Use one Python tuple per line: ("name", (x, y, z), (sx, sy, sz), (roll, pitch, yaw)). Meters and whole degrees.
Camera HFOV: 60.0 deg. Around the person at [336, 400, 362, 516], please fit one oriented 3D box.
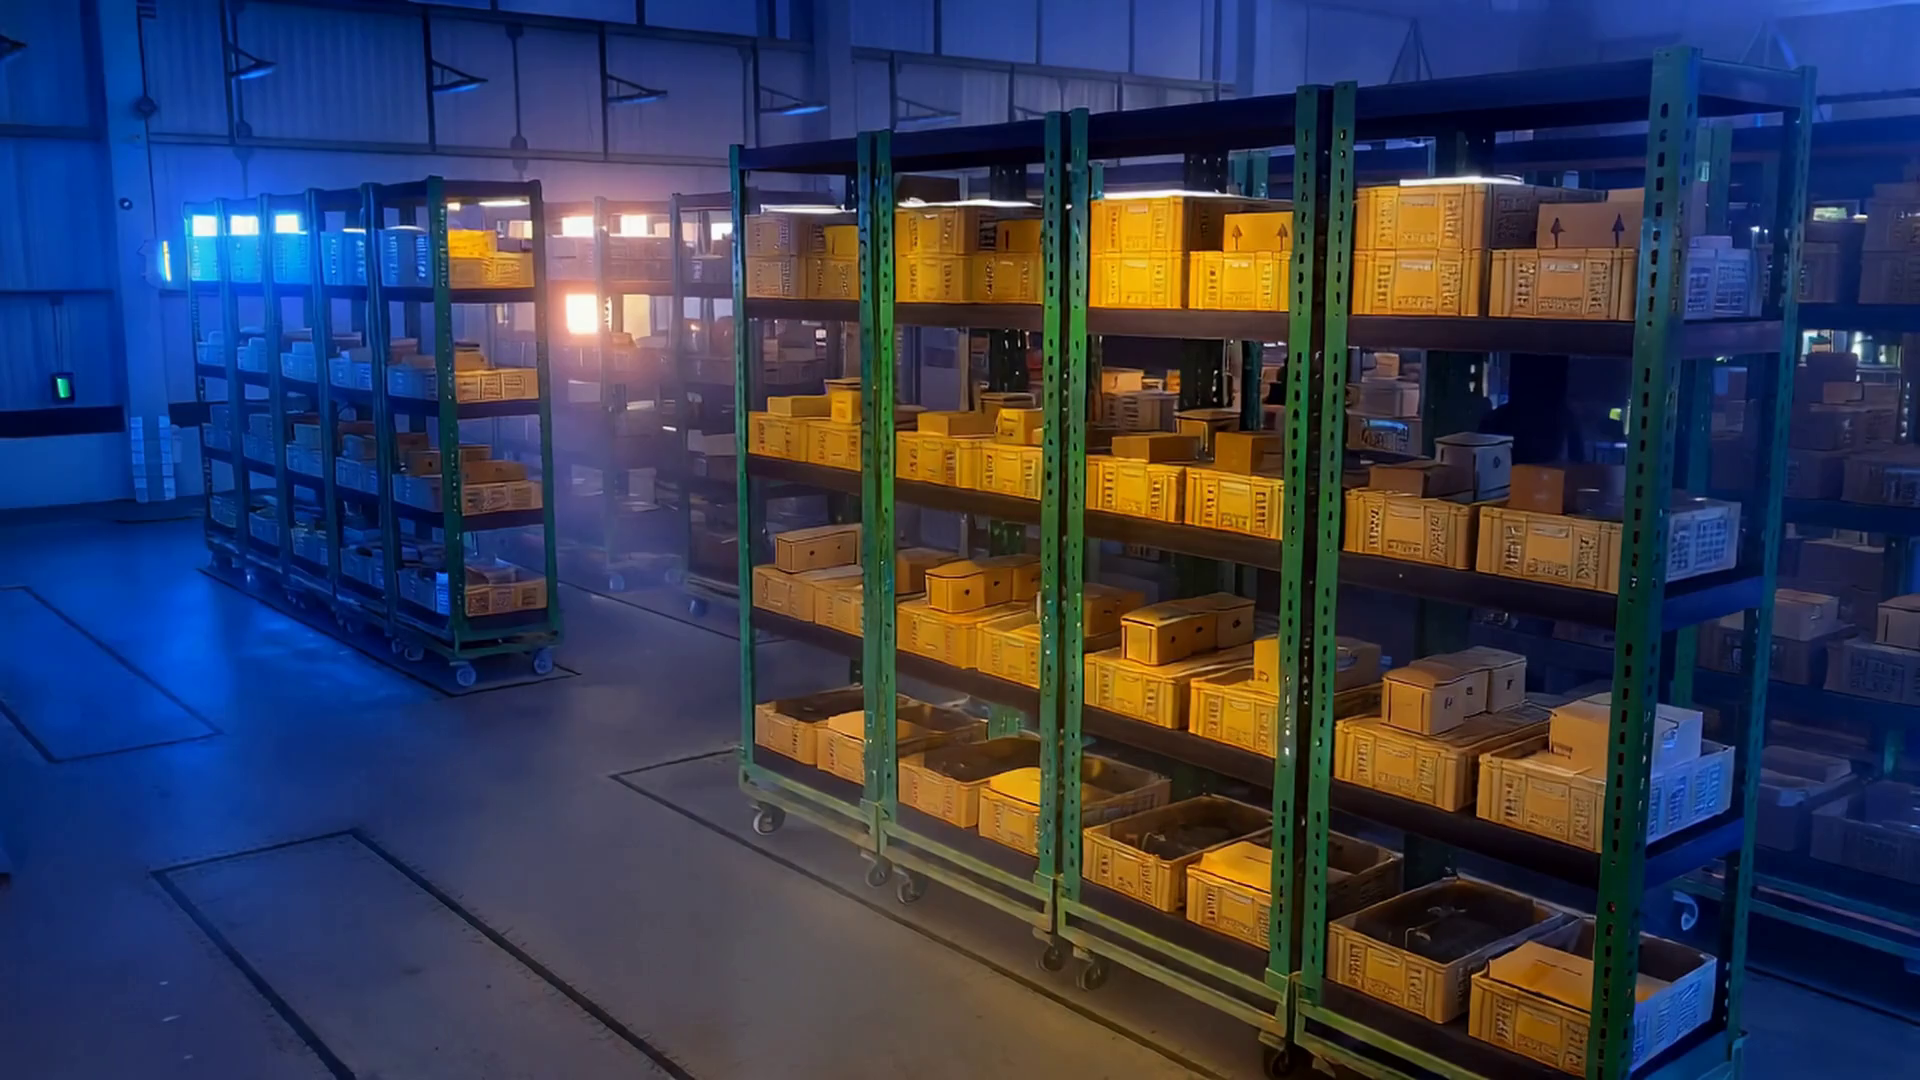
("person", (-6.168, -0.692, 16.862), (0.385, 1.845, 0.569), (-3, 10, -15))
